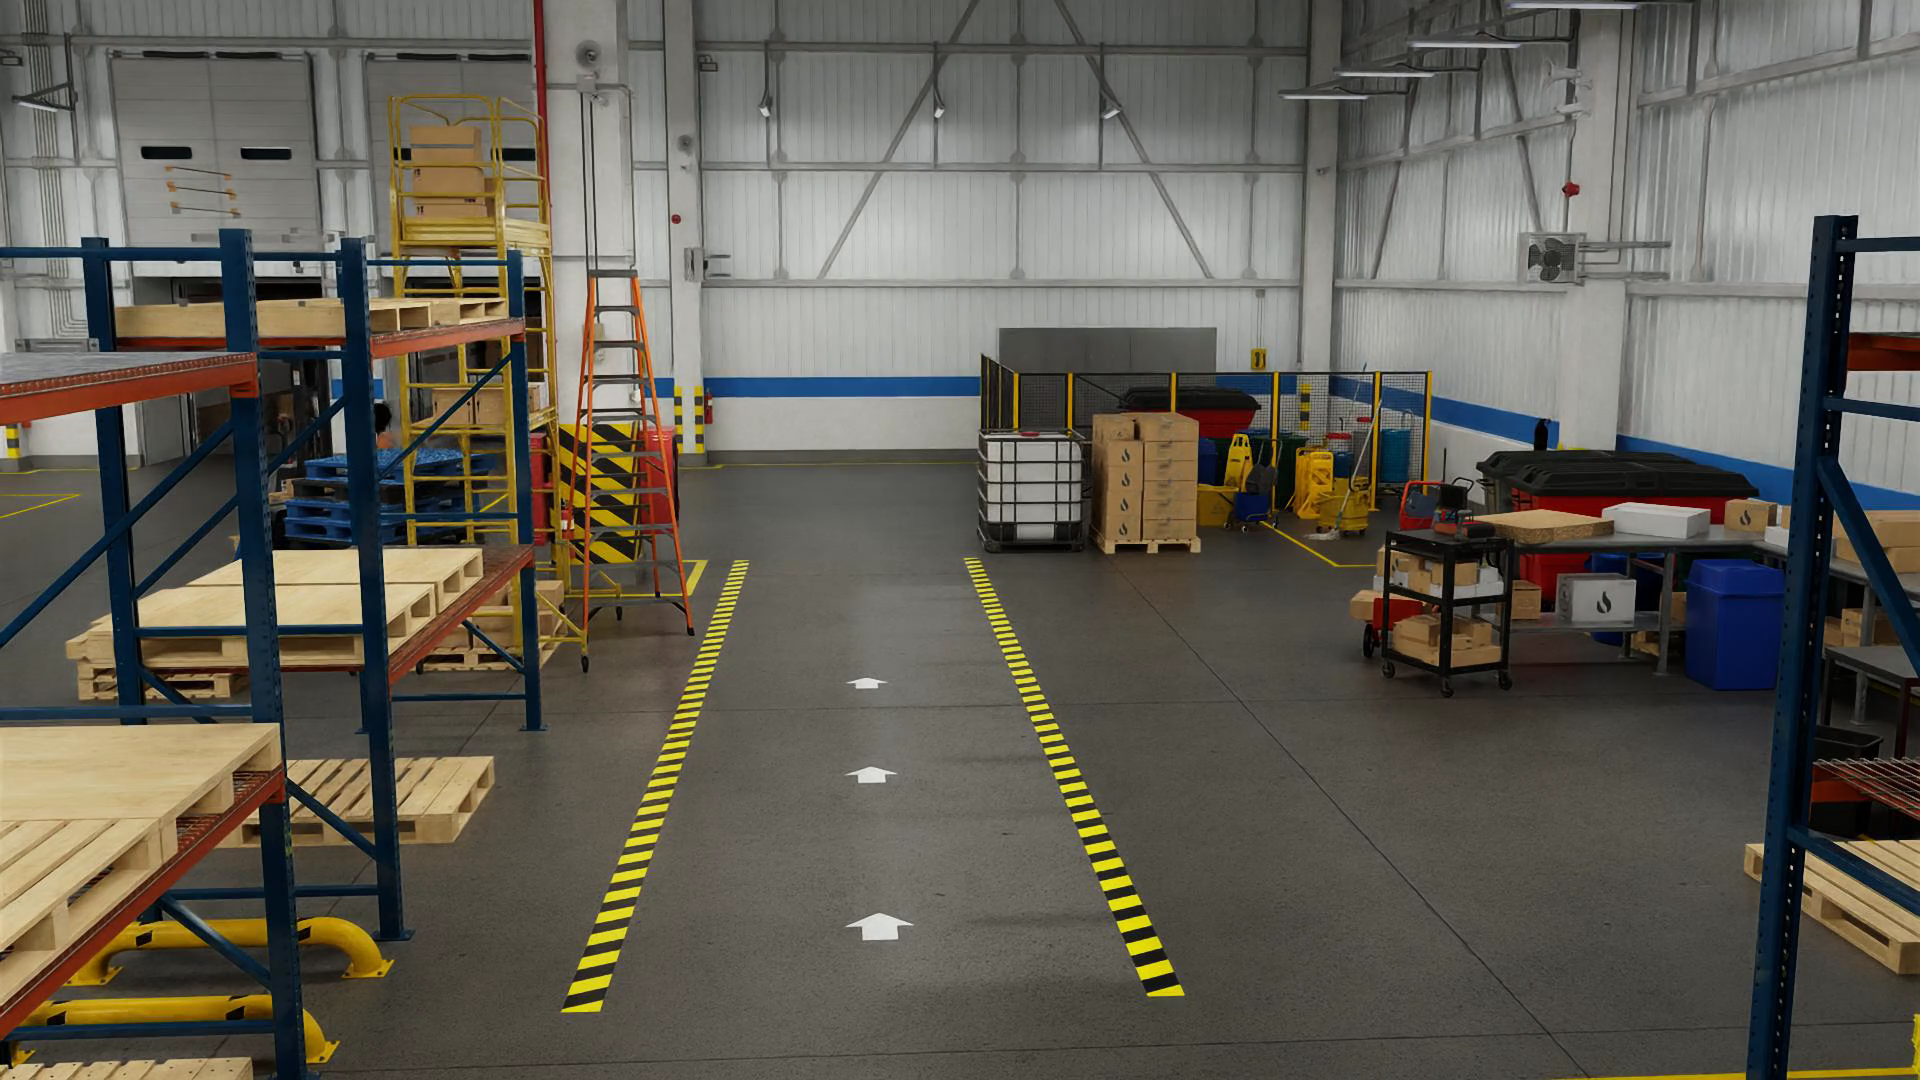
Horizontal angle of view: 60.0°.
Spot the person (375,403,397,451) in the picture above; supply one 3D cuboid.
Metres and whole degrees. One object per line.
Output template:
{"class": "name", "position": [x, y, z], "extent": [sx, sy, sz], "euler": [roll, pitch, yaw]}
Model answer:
{"class": "person", "position": [-5.606, -0.513, 16.203], "extent": [0.890, 1.644, 0.549], "euler": [-2, 9, -11]}

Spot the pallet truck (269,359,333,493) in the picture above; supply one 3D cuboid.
{"class": "pallet truck", "position": [-7.062, -1.131, 18.996], "extent": [1.885, 1.965, 0.823], "euler": [2, 9, 13]}
